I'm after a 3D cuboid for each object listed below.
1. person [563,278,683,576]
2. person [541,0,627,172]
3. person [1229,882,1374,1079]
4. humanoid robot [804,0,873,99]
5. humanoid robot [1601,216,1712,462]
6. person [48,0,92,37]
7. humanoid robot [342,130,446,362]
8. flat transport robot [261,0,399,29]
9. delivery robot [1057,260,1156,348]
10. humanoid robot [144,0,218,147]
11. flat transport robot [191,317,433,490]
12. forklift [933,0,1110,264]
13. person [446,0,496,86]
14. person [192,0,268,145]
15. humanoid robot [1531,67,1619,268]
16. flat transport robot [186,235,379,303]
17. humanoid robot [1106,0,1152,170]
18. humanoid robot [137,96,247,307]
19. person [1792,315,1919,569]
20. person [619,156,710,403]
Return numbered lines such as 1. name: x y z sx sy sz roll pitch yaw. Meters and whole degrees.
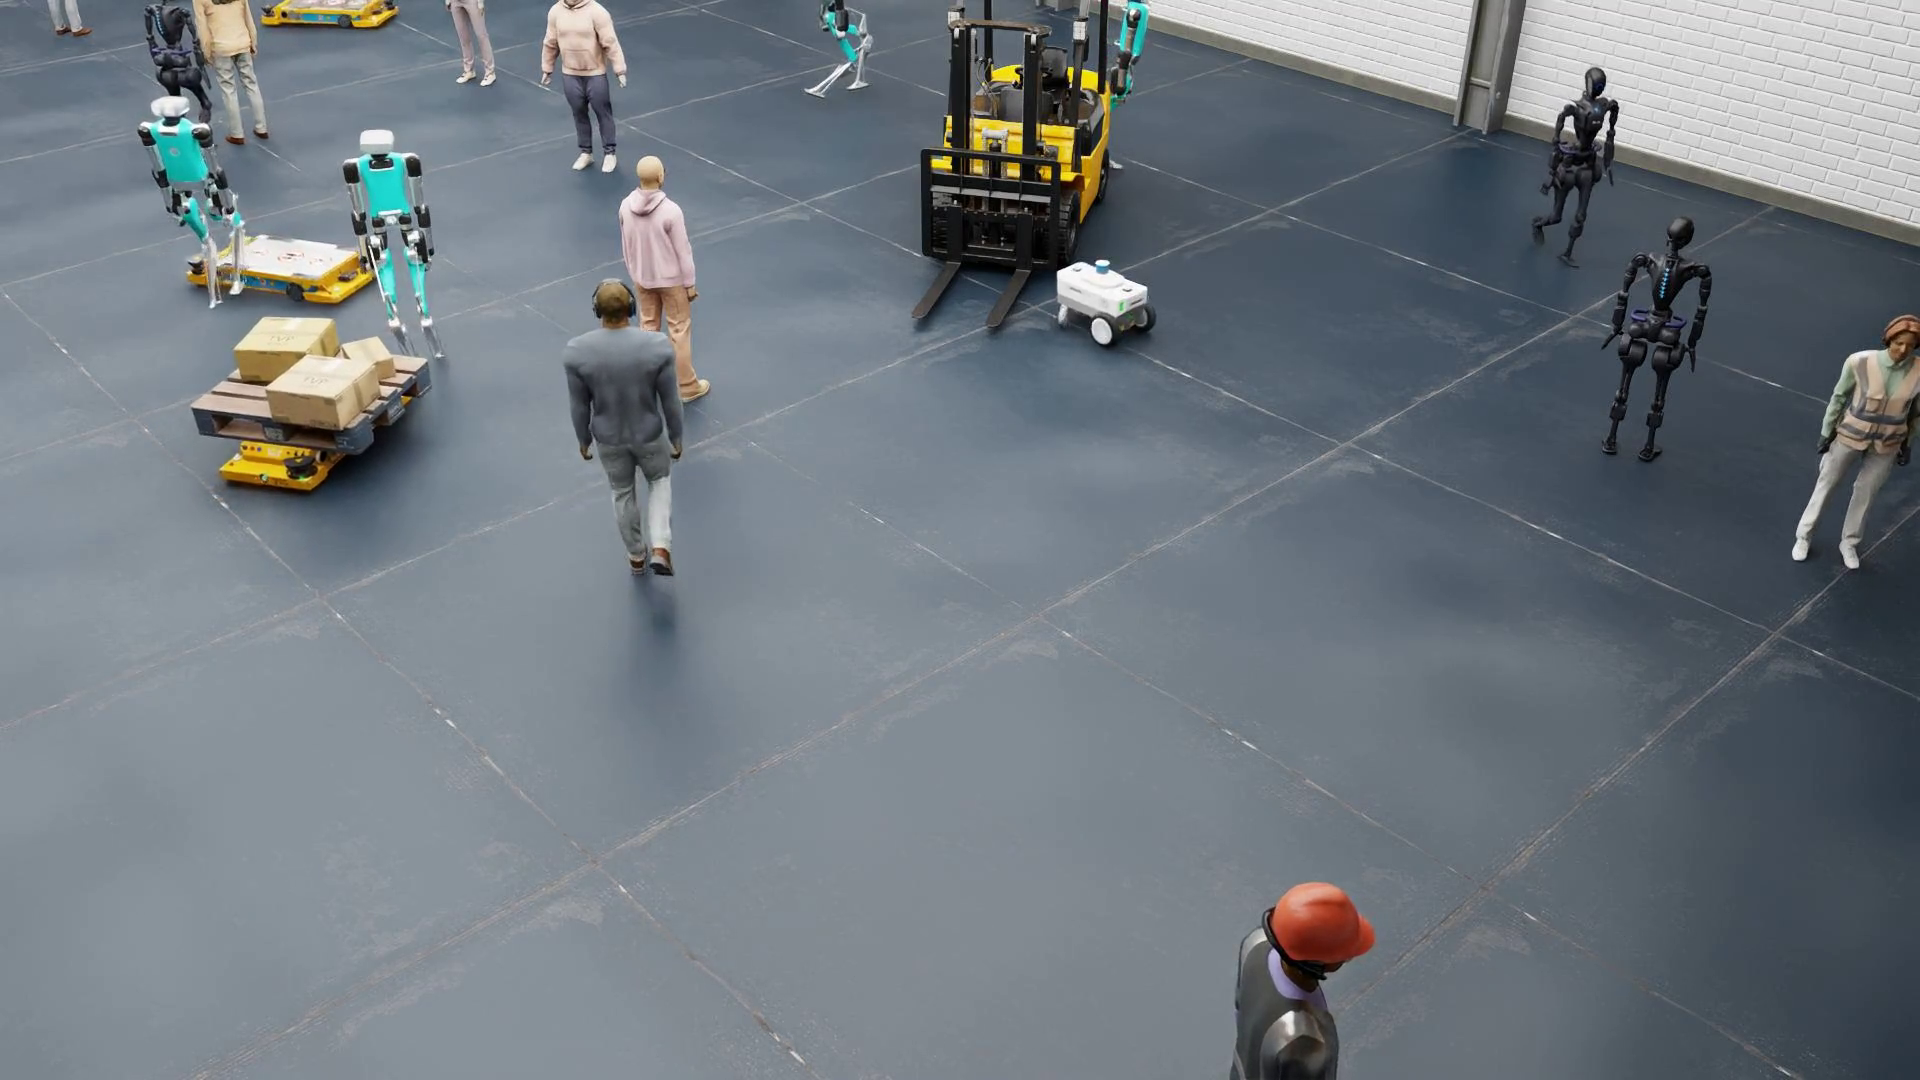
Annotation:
1. person: -1.901 -0.593 9.571 0.637 1.923 0.543 -6 33 -8
2. person: -3.472 -4.355 15.412 0.809 1.858 0.438 5 33 8
3. person: 1.087 1.923 5.594 0.383 2.045 0.604 -4 33 -6
4. humanoid robot: -1.190 -5.372 17.077 1.009 1.729 0.547 -16 36 -23
5. humanoid robot: 4.541 -1.327 10.908 0.599 1.657 0.315 17 37 25
6. person: -10.387 -6.610 19.072 0.474 1.641 0.337 6 34 10
7. humanoid robot: -3.997 -1.971 11.872 0.538 1.818 0.669 -11 35 -16
8. flat transport robot: -7.544 -6.334 19.908 1.431 0.231 0.659 4 33 5
9. delivery robot: 1.087 -1.854 12.740 0.512 0.573 0.739 -28 42 -35
10. humanoid robot: -7.443 -4.504 15.810 0.590 1.647 0.341 7 34 10
11. flat transport robot: -4.379 -0.802 11.407 0.659 0.231 1.431 7 34 11
12. forklift: 0.570 -3.725 14.138 1.214 2.155 2.313 9 34 13
13. person: -5.235 -5.688 17.552 0.513 1.758 0.333 13 35 19
14. person: -7.027 -4.756 16.026 0.405 1.867 0.565 26 41 34
15. humanoid robot: 5.058 -3.098 13.660 0.609 1.640 0.543 -6 34 -10
16. flat transport robot: -5.515 -2.219 13.584 1.431 0.231 0.659 10 34 15
17. humanoid robot: 1.328 -4.206 15.383 0.785 1.895 0.549 8 34 13
18. humanoid robot: -5.824 -2.636 12.904 0.538 1.795 0.797 0 33 0
19. person: 5.339 -0.576 9.801 0.521 1.636 0.308 10 34 14
20. person: -2.074 -1.786 11.530 0.520 1.784 0.402 12 35 17
